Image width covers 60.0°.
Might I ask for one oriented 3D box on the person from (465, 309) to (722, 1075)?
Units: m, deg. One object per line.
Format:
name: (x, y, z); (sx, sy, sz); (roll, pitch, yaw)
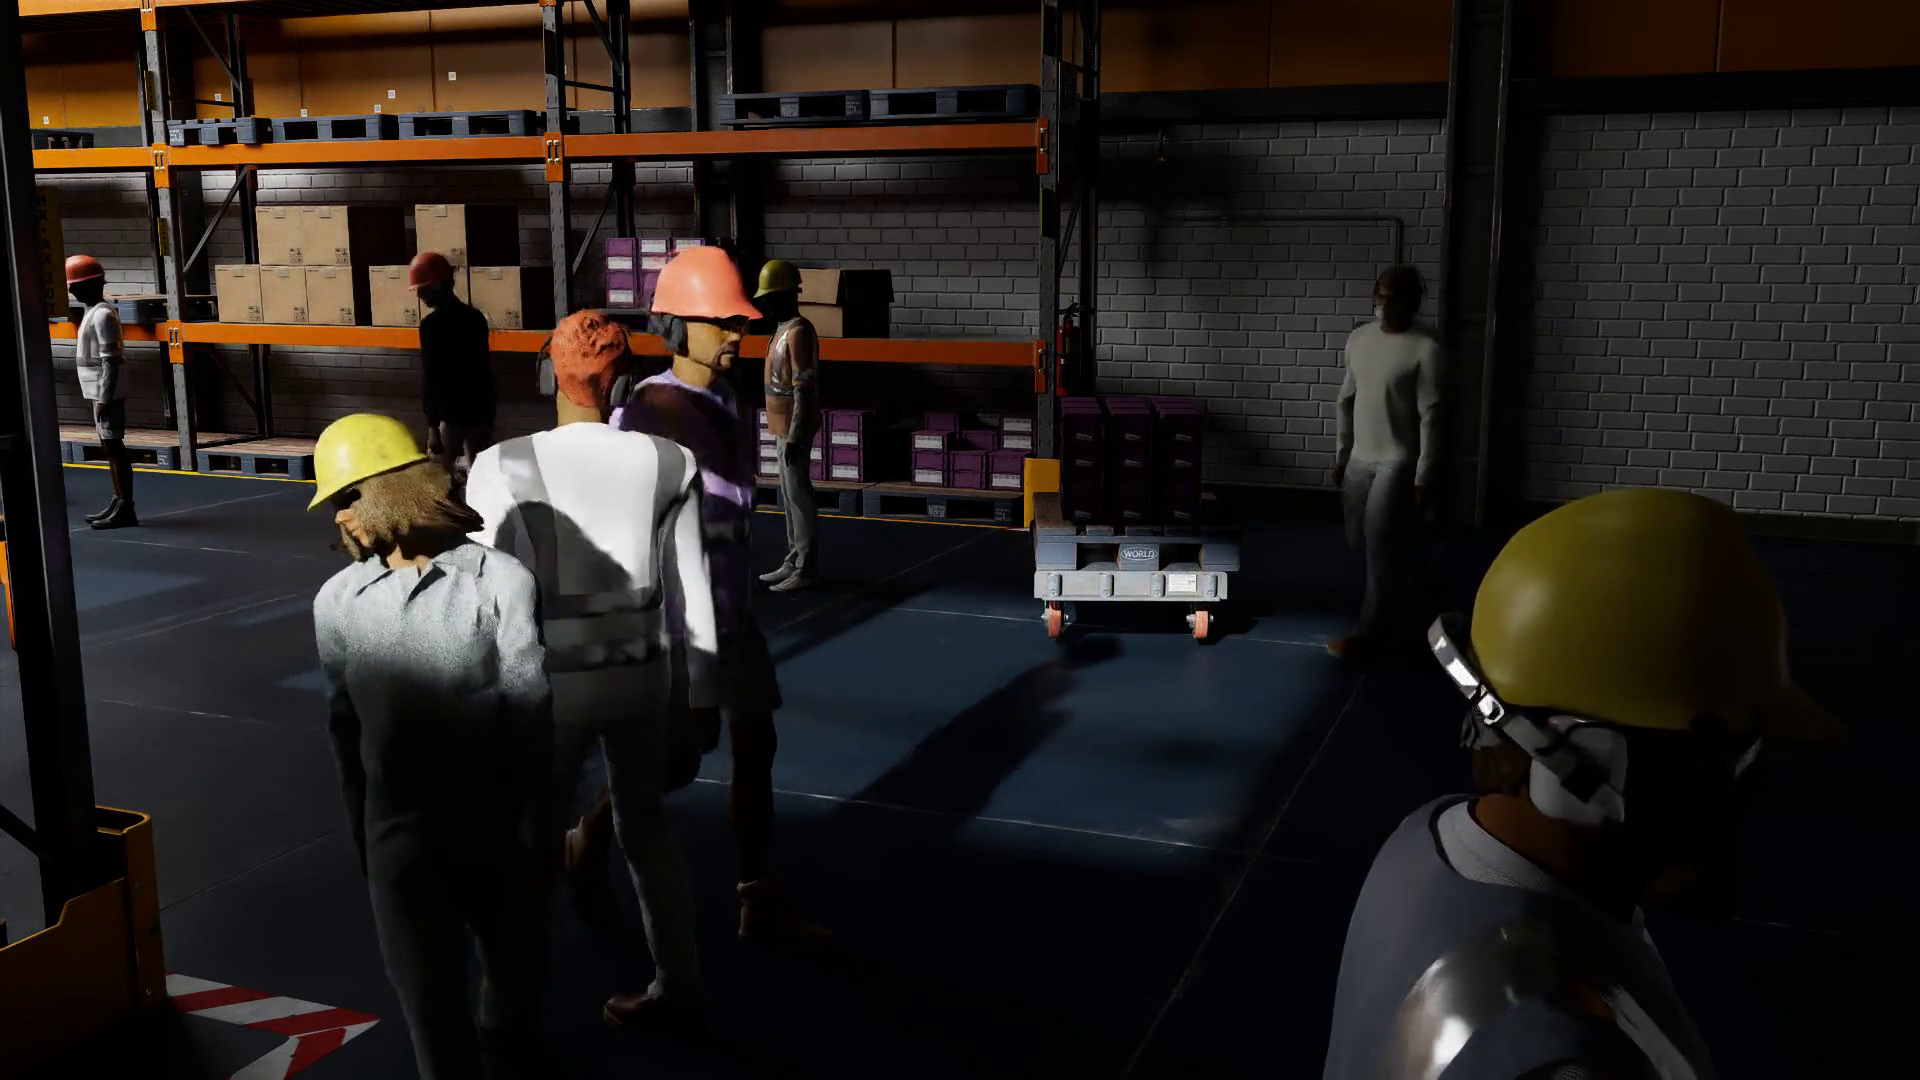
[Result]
person: (-0.913, 0.372, 4.087); (0.646, 1.875, 0.380); (-6, 12, -32)

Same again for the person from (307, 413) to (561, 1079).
person: (-1.062, 0.574, 3.436); (0.498, 1.684, 0.752); (-1, 10, -8)

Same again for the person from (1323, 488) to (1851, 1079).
person: (0.501, 0.859, 1.464); (0.403, 1.827, 0.600); (2, 10, 8)

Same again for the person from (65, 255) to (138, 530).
person: (-6.077, -1.037, 11.751); (0.375, 1.928, 0.542); (-6, 12, -31)

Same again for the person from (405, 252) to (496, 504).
person: (-2.990, -0.741, 10.019); (0.546, 1.955, 0.708); (4, 11, 22)

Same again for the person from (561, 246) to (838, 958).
person: (-0.793, 0.188, 4.702); (0.849, 2.019, 0.616); (5, 11, 24)

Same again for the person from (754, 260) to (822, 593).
person: (-0.993, -0.654, 9.646); (0.374, 1.919, 0.585); (-3, 10, -14)

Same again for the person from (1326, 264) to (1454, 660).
person: (2.133, -0.376, 8.098); (0.685, 1.922, 0.653); (-6, 12, -29)
